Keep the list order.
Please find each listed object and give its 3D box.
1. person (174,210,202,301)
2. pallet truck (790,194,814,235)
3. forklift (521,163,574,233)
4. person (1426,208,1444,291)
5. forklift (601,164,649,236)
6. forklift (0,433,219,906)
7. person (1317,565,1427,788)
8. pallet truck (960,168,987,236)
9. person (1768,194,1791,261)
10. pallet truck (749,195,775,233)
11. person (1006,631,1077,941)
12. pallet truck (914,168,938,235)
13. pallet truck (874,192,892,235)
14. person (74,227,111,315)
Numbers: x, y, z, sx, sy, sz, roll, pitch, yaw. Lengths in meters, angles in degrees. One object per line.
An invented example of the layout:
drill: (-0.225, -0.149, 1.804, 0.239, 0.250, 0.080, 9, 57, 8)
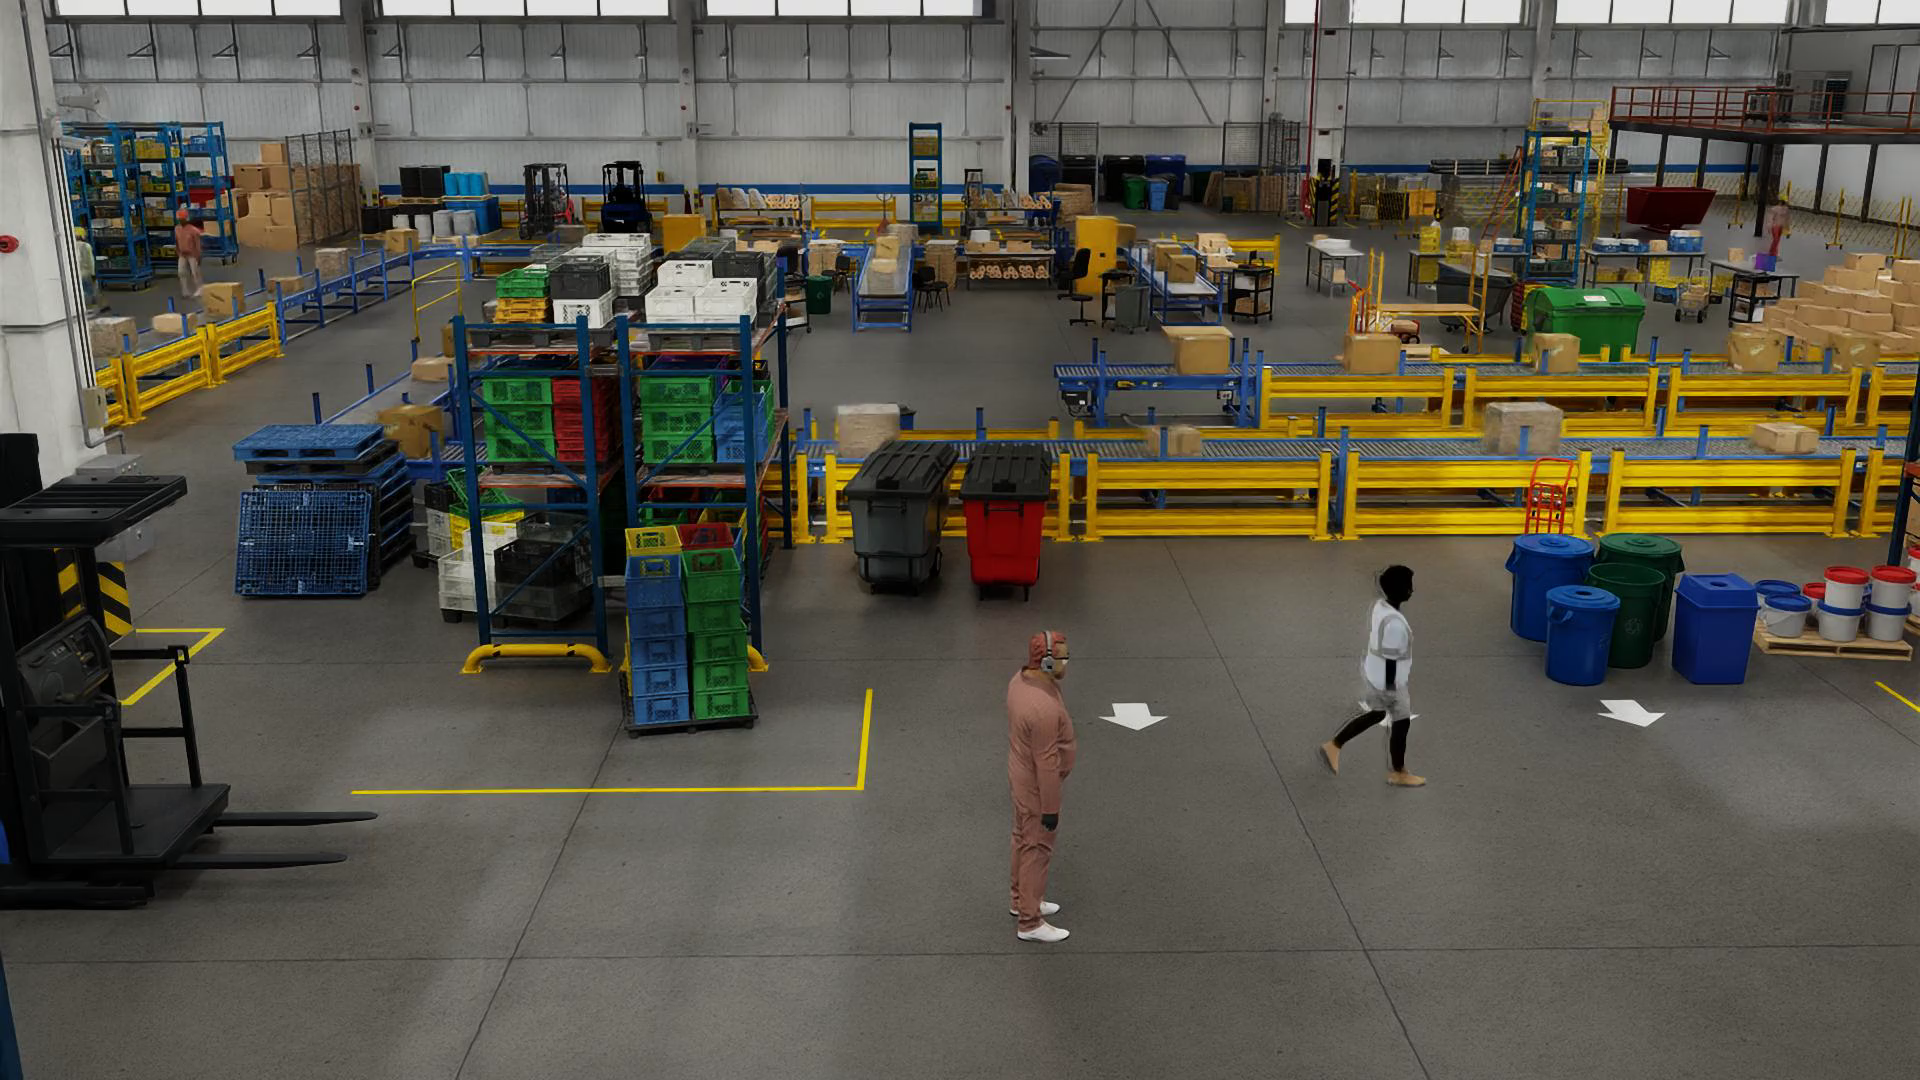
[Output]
person: (-16.784, -6.155, 36.072, 0.643, 1.974, 0.675, 2, 16, 7)
pallet truck: (-4.814, -9.883, 50.259, 0.704, 1.261, 1.522, -1, 16, -3)
forklift: (-12.233, -10.122, 49.298, 1.157, 1.987, 2.680, 0, 16, -1)
person: (10.855, -6.639, 37.953, 0.329, 1.872, 0.511, 4, 17, 15)
forklift: (-9.948, -10.127, 49.296, 1.157, 1.987, 2.680, -1, 16, -3)
forklift: (-5.952, 0.780, 10.366, 1.873, 2.768, 1.129, 0, 16, -1)
person: (2.985, 0.969, 11.857, 0.719, 1.670, 0.536, 0, 16, 1)
pallet truck: (0.383, -10.230, 50.206, 0.823, 1.965, 1.885, -1, 16, -3)
person: (21.451, -8.145, 43.428, 0.527, 1.740, 0.771, -6, 17, -18)
pallet truck: (-6.051, -9.967, 50.660, 0.680, 1.201, 1.601, 0, 16, -1)
person: (0.490, 1.440, 9.831, 0.399, 1.900, 0.636, -3, 16, -11)
pallet truck: (-0.989, -10.316, 50.507, 0.823, 1.965, 1.885, 1, 16, 3)
pallet truck: (-2.277, -9.986, 50.594, 0.653, 1.274, 1.630, 0, 16, -1)
person: (-17.991, -5.549, 34.284, 0.636, 1.793, 0.851, 3, 16, 11)
